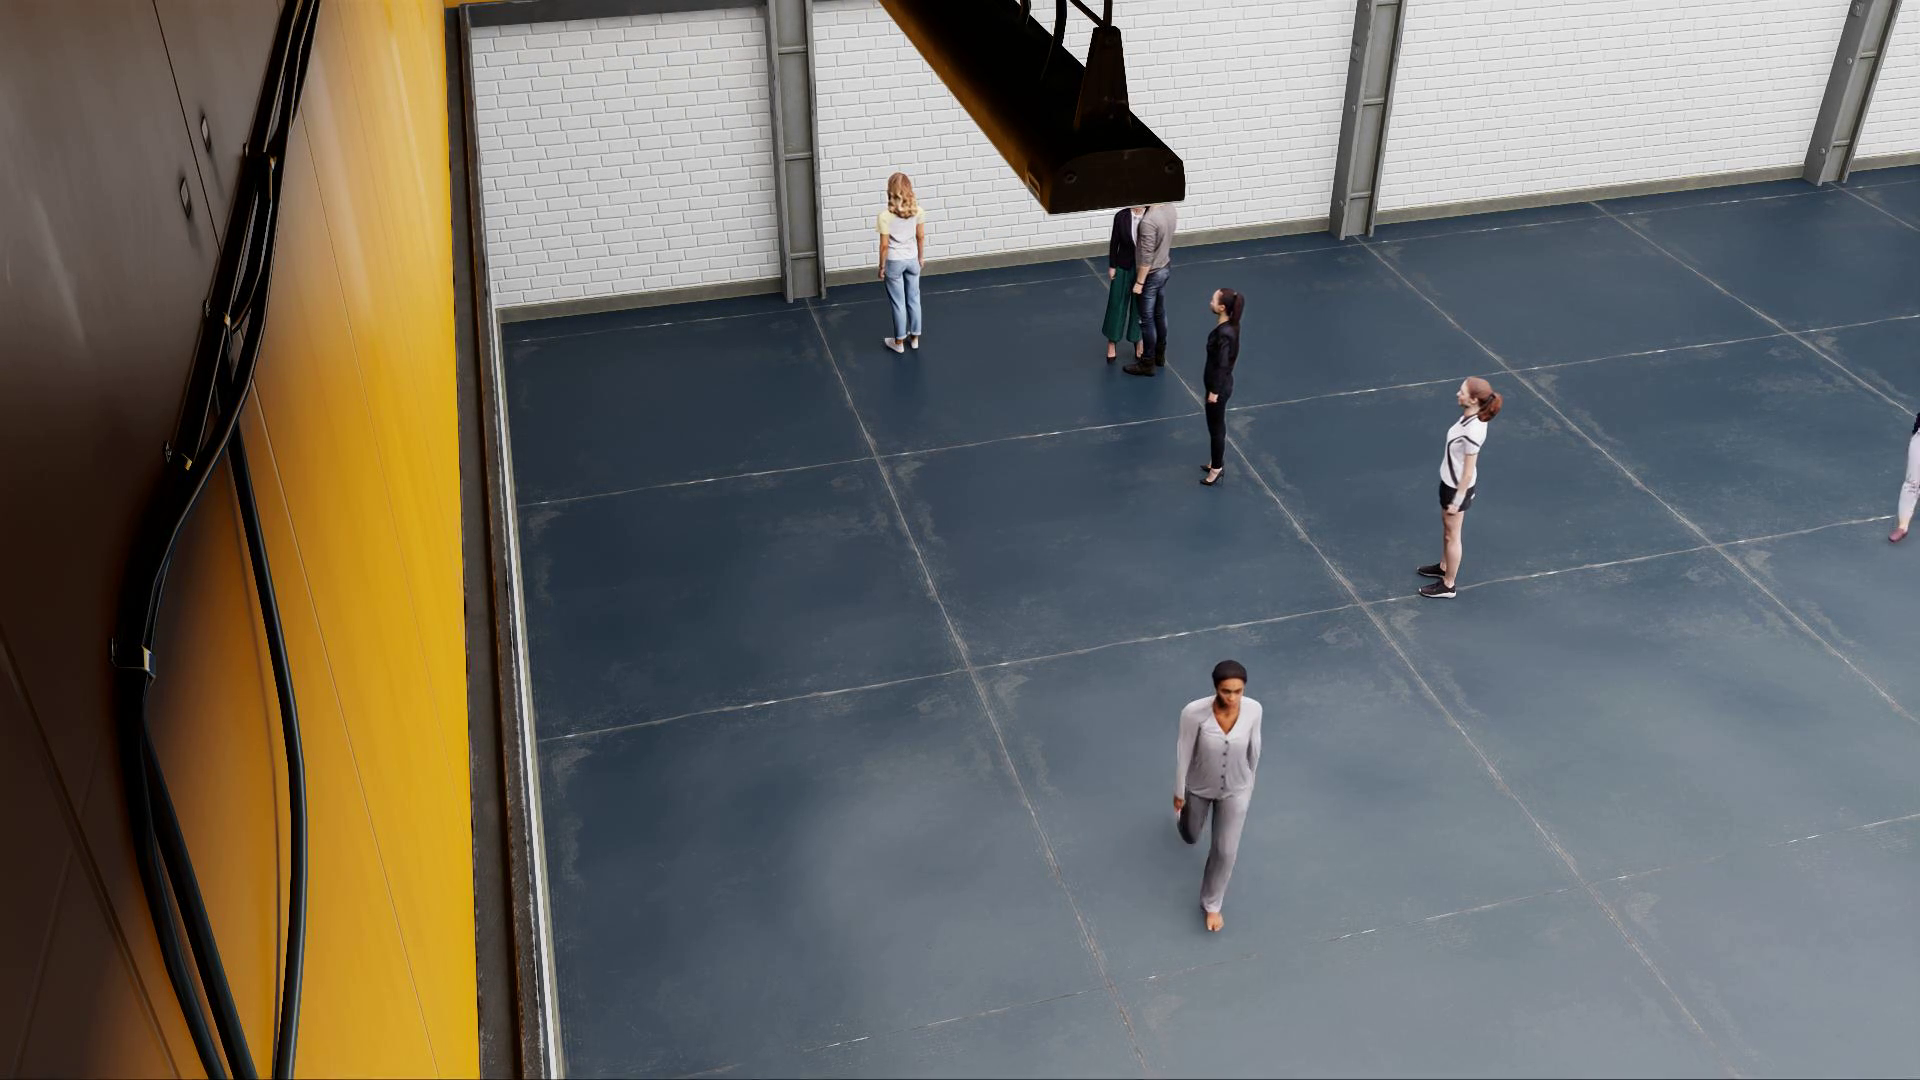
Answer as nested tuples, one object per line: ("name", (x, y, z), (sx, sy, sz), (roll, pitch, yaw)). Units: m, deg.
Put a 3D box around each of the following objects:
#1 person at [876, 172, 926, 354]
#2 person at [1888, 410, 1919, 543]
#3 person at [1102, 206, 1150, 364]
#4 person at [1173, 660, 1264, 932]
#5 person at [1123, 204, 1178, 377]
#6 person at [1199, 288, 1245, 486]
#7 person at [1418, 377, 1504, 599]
("person", (-0.531, -2.540, 15.263), (0.571, 1.723, 0.736), (-17, 37, -24))
("person", (7.477, -0.732, 12.656), (0.849, 1.598, 0.958), (27, 42, 34))
("person", (1.558, -2.426, 15.076), (0.540, 1.740, 0.721), (0, 34, -1))
("person", (1.431, 1.332, 9.449), (1.044, 1.711, 0.856), (-1, 34, -1))
("person", (1.724, -2.382, 14.863), (0.823, 1.903, 0.754), (19, 38, 26))
("person", (2.063, -1.231, 13.305), (0.633, 1.711, 0.646), (7, 34, 10))
("person", (3.593, -0.388, 12.000), (0.687, 1.752, 0.663), (6, 34, 10))
